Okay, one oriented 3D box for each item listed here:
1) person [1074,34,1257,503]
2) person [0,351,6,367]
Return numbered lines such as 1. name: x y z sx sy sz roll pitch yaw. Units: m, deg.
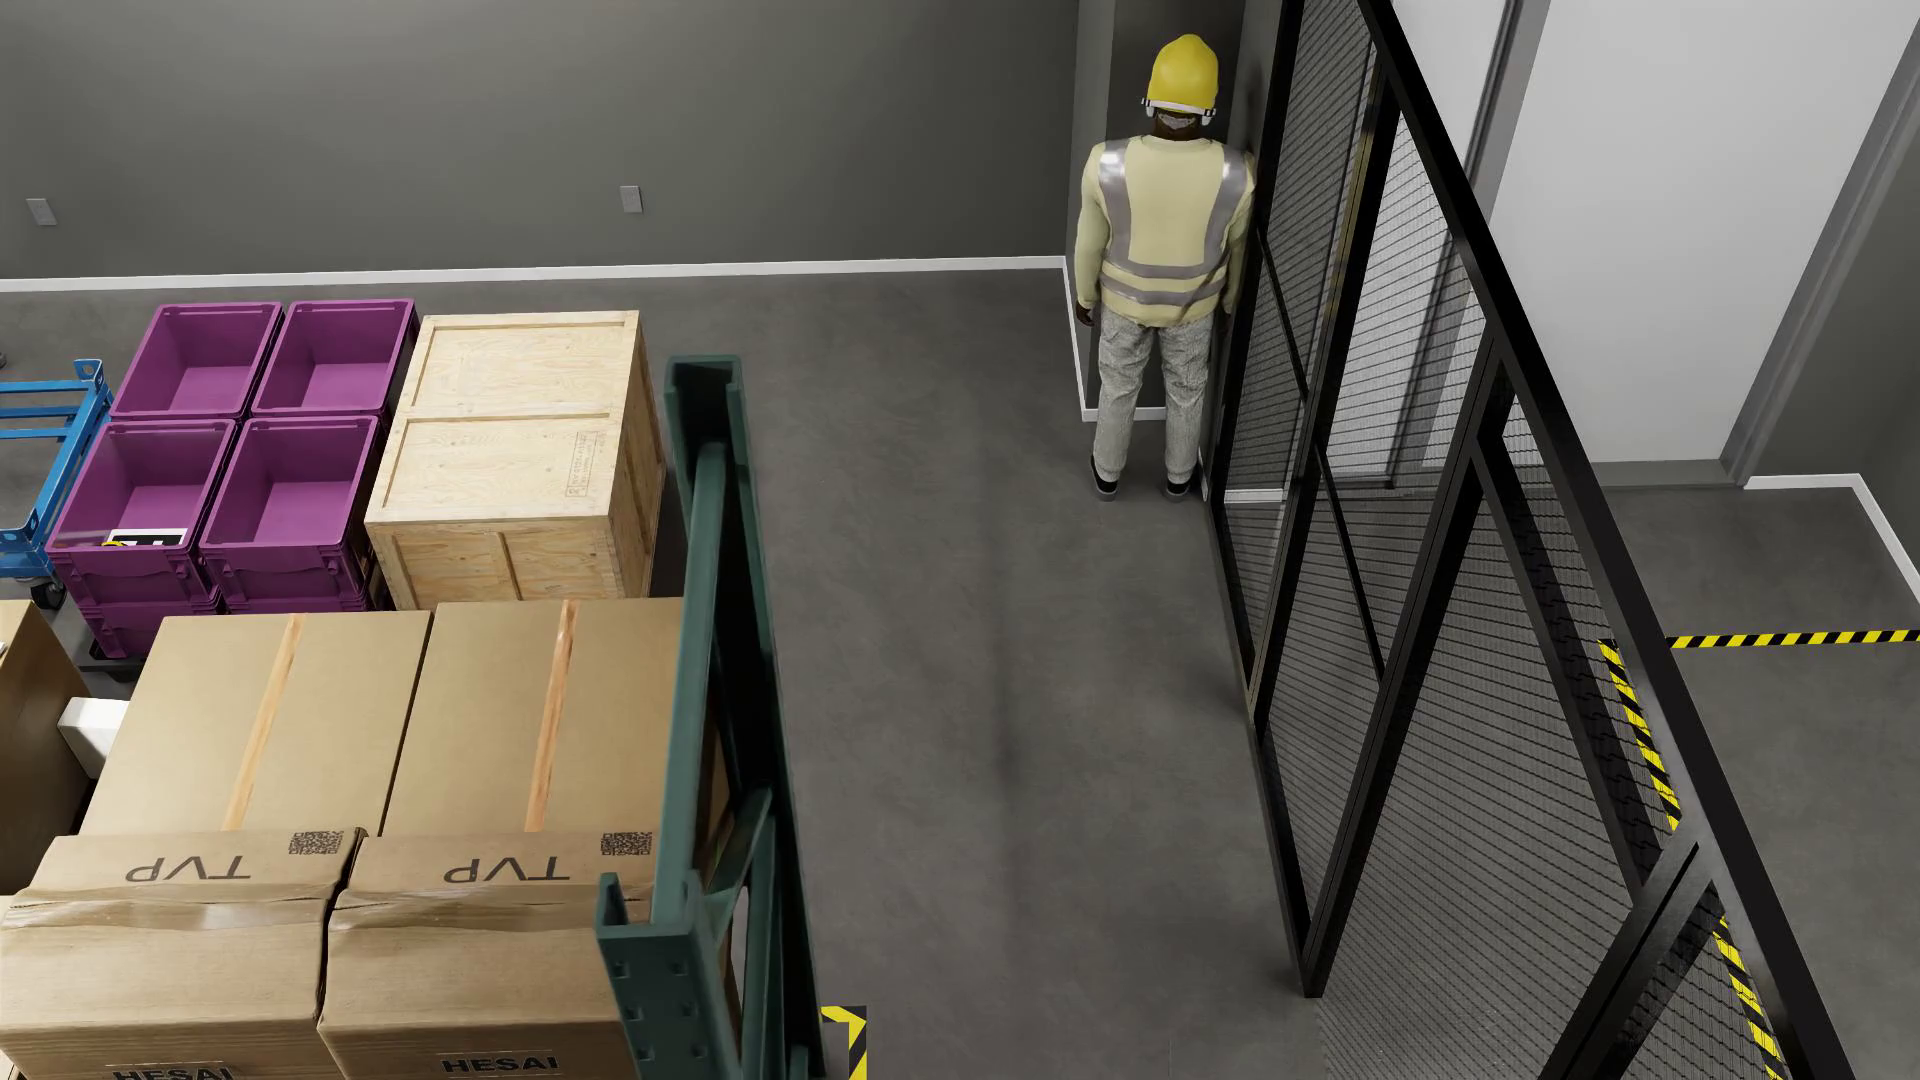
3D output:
1. person: 0.683 -0.859 5.649 0.600 1.831 0.404 3 46 3
2. person: -4.027 -1.268 5.967 0.356 1.938 0.638 -3 46 -3
